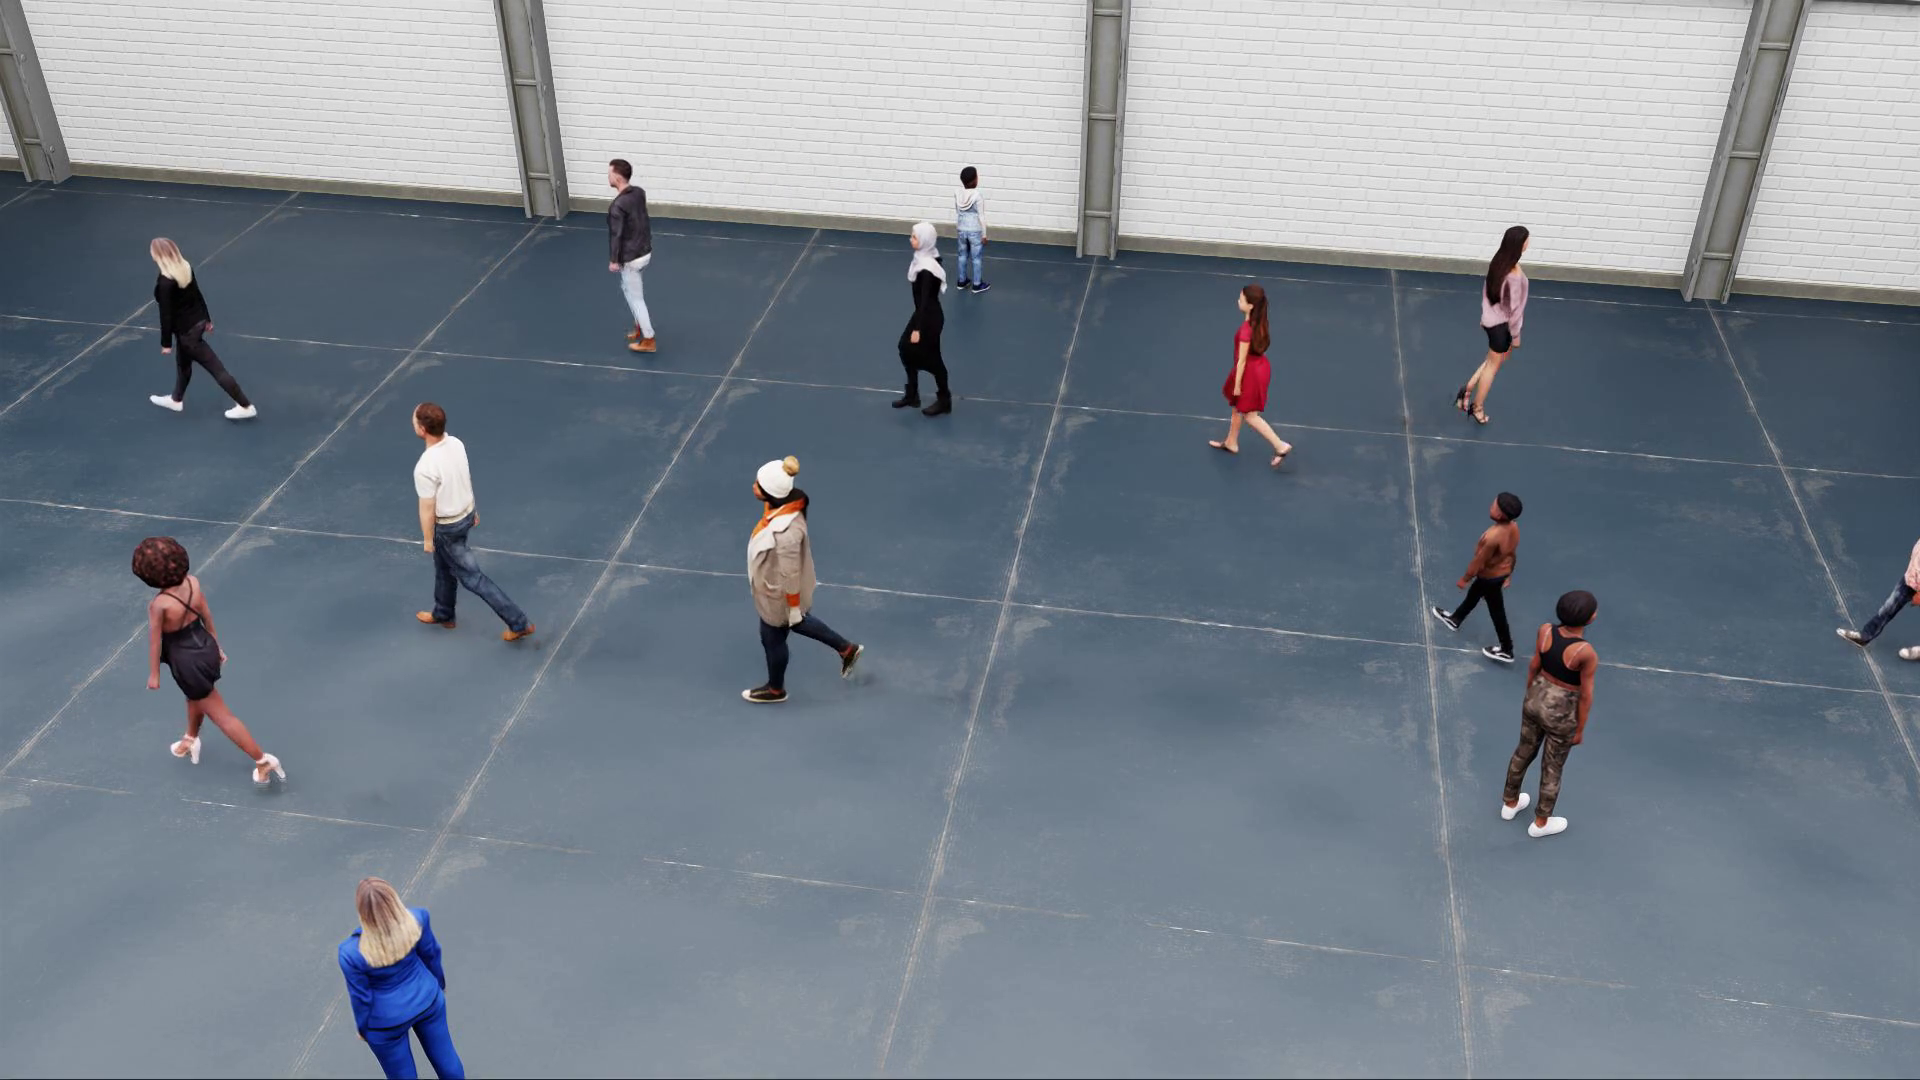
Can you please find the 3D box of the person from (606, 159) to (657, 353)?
[{"bbox_3d":[-2.860,-2.529,14.928,0.634,1.820,0.701,10,35,15],"label":"person"}]

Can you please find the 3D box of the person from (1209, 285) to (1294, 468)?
[{"bbox_3d":[2.402,-1.302,13.344,1.029,1.530,0.758,18,38,25],"label":"person"}]

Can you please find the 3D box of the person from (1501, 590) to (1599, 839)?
[{"bbox_3d":[3.457,1.002,9.725,0.720,1.699,0.665,-20,39,-27],"label":"person"}]

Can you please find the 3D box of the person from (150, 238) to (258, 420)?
[{"bbox_3d":[-6.314,-1.708,13.859,1.188,1.636,0.790,0,34,0],"label":"person"}]

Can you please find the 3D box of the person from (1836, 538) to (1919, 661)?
[{"bbox_3d":[6.553,0.290,11.182,0.871,1.271,0.550,3,34,5],"label":"person"}]

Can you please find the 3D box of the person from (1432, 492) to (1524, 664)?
[{"bbox_3d":[3.653,0.277,11.250,0.981,1.218,0.830,27,42,35],"label":"person"}]

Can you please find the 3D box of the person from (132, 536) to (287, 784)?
[{"bbox_3d":[-4.521,0.794,10.001,1.085,1.741,0.612,8,34,12],"label":"person"}]

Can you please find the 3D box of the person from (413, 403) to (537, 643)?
[{"bbox_3d":[-3.340,-0.065,11.220,1.213,1.821,0.734,8,34,12],"label":"person"}]

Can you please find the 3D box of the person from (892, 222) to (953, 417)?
[{"bbox_3d":[-0.179,-1.823,13.917,0.837,1.763,0.755,-4,34,-5],"label":"person"}]

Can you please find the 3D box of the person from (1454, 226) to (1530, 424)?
[{"bbox_3d":[4.362,-1.743,13.762,0.748,1.802,0.714,-3,34,-5],"label":"person"}]

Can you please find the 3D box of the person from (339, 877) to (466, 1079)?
[{"bbox_3d":[-2.628,2.230,7.876,0.733,1.701,0.706,29,43,36],"label":"person"}]

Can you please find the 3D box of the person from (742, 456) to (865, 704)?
[{"bbox_3d":[-1.032,0.252,10.702,1.110,1.867,0.827,-2,34,-3],"label":"person"}]

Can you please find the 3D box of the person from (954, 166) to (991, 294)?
[{"bbox_3d":[0.097,-3.030,16.186,0.526,1.262,0.611,20,38,27],"label":"person"}]
